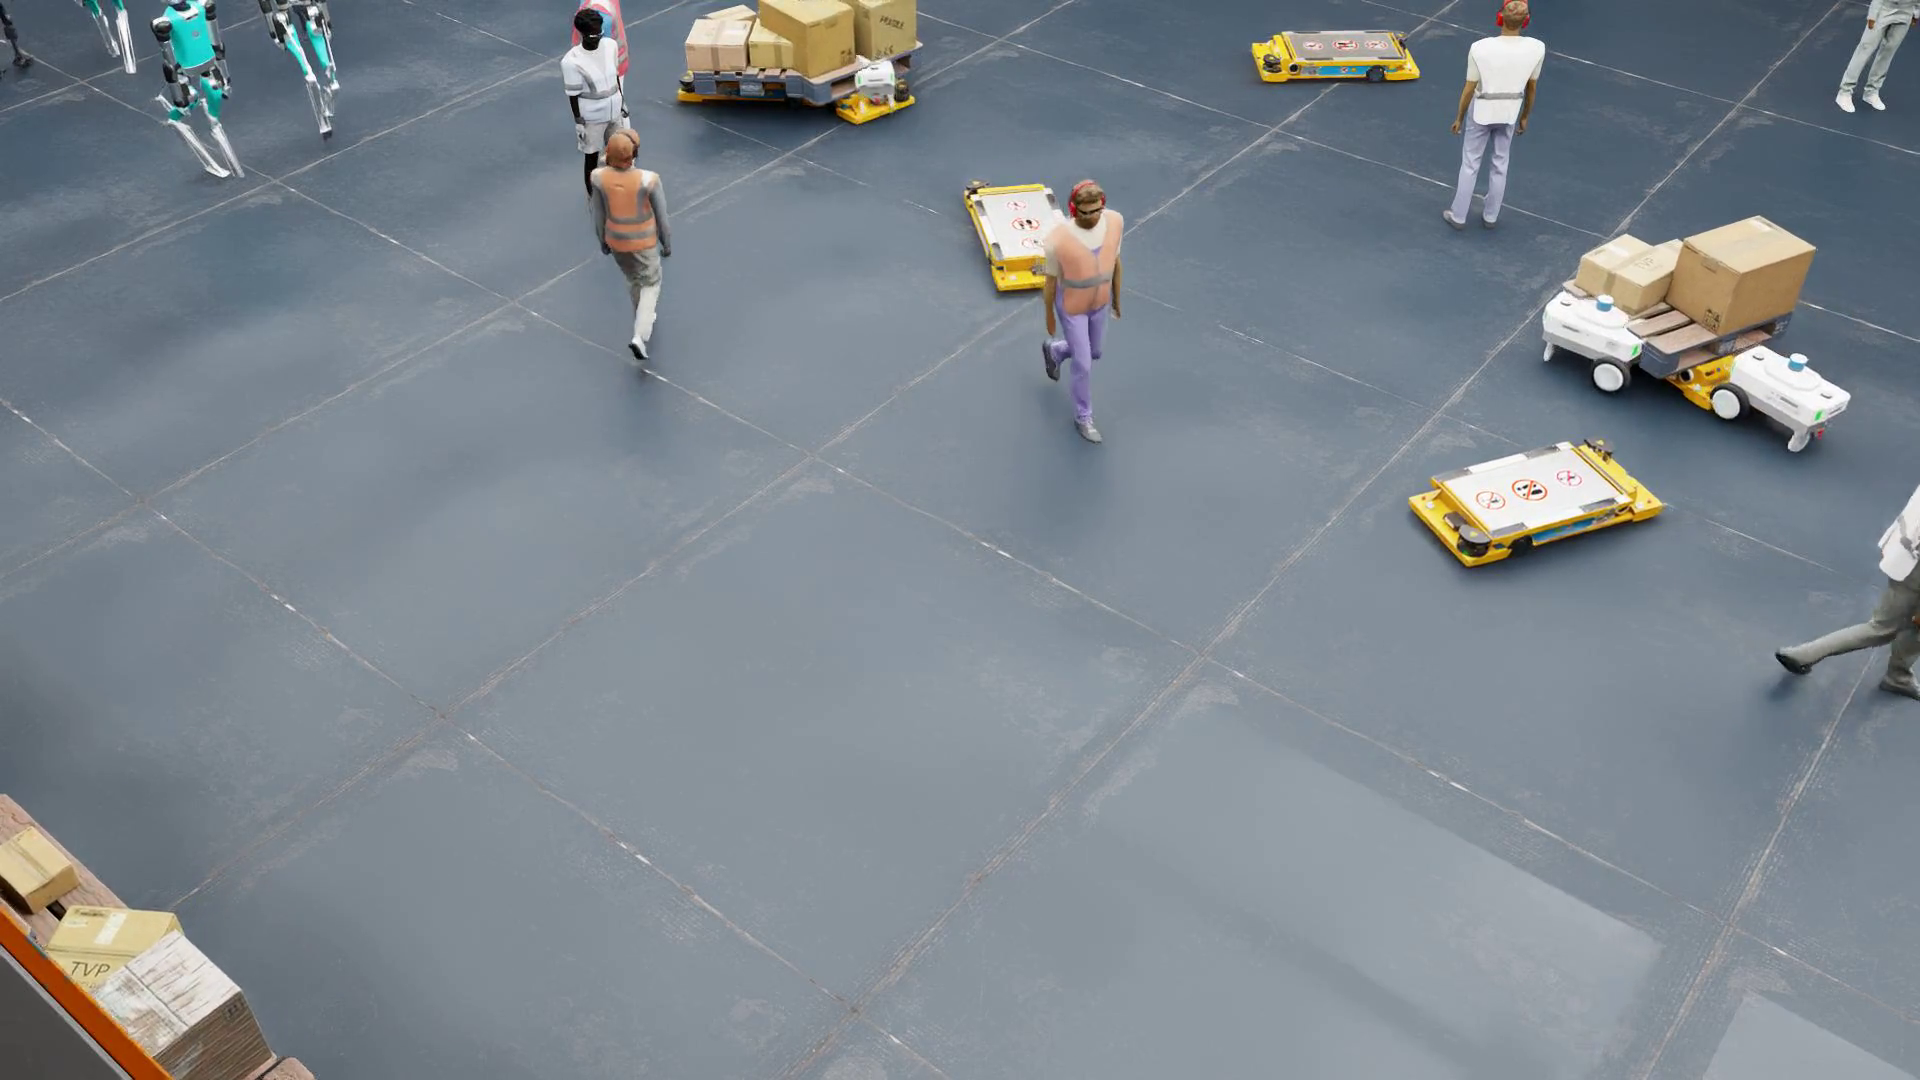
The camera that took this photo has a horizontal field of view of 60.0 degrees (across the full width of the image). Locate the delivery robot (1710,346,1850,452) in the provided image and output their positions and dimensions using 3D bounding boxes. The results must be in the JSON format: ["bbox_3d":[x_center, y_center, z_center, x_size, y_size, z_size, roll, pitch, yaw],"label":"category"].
[{"bbox_3d":[5.442,-0.971,10.993,0.524,0.586,0.754,-23,45,-24],"label":"delivery robot"}]

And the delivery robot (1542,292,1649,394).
[{"bbox_3d":[4.420,-1.418,11.516,0.744,0.582,0.518,29,48,30],"label":"delivery robot"}]

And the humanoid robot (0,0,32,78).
[{"bbox_3d":[-8.813,-4.940,14.801,0.601,1.654,0.342,-8,41,-9],"label":"humanoid robot"}]

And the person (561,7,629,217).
[{"bbox_3d":[-2.782,-3.295,12.853,0.317,1.691,0.539,27,47,28],"label":"person"}]

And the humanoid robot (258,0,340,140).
[{"bbox_3d":[-5.463,-4.182,13.887,0.538,1.768,0.974,-18,44,-20],"label":"humanoid robot"}]

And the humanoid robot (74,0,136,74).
[{"bbox_3d":[-7.762,-5.027,14.921,0.557,1.859,0.866,-17,43,-19],"label":"humanoid robot"}]

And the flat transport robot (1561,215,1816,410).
[{"bbox_3d":[5.003,-1.440,11.772,0.659,0.231,1.431,-18,44,-20],"label":"flat transport robot"}]

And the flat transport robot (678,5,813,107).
[{"bbox_3d":[-1.768,-4.150,14.960,1.431,0.231,0.659,3,40,3],"label":"flat transport robot"}]

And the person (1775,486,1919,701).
[{"bbox_3d":[4.960,0.152,8.717,0.842,1.806,0.594,11,42,13],"label":"person"}]

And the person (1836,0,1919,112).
[{"bbox_3d":[8.024,-4.518,14.260,0.487,1.736,0.316,-7,41,-8],"label":"person"}]

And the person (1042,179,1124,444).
[{"bbox_3d":[0.741,-1.545,10.706,0.564,1.812,0.745,-24,46,-26],"label":"person"}]

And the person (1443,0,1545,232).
[{"bbox_3d":[4.047,-3.201,12.626,0.568,1.842,0.373,-1,40,-1],"label":"person"}]

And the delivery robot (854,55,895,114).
[{"bbox_3d":[-0.791,-4.150,14.748,0.499,0.606,0.794,-6,41,-7],"label":"delivery robot"}]

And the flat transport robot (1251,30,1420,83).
[{"bbox_3d":[3.454,-4.450,15.313,1.431,0.231,0.659,-1,40,-1],"label":"flat transport robot"}]

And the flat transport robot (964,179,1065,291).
[{"bbox_3d":[0.482,-2.390,12.890,0.659,0.231,1.431,-7,41,-8],"label":"flat transport robot"}]

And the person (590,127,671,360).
[{"bbox_3d":[-2.254,-2.013,11.410,0.522,1.614,0.697,7,41,8],"label":"person"}]

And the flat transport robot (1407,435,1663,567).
[{"bbox_3d":[3.593,-0.251,10.373,1.431,0.231,0.659,-14,42,-16],"label":"flat transport robot"}]

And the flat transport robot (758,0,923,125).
[{"bbox_3d":[-1.109,-4.138,14.945,0.659,0.231,1.431,-29,48,-30],"label":"flat transport robot"}]

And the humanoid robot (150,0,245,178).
[{"bbox_3d":[-6.125,-3.589,13.206,0.794,1.829,0.558,24,46,25],"label":"humanoid robot"}]

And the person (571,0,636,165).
[{"bbox_3d":[-2.858,-3.768,13.308,0.431,1.837,0.630,-6,41,-7],"label":"person"}]

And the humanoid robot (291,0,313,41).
[{"bbox_3d":[-6.303,-5.570,15.558,0.609,1.628,0.652,-17,43,-19],"label":"humanoid robot"}]
